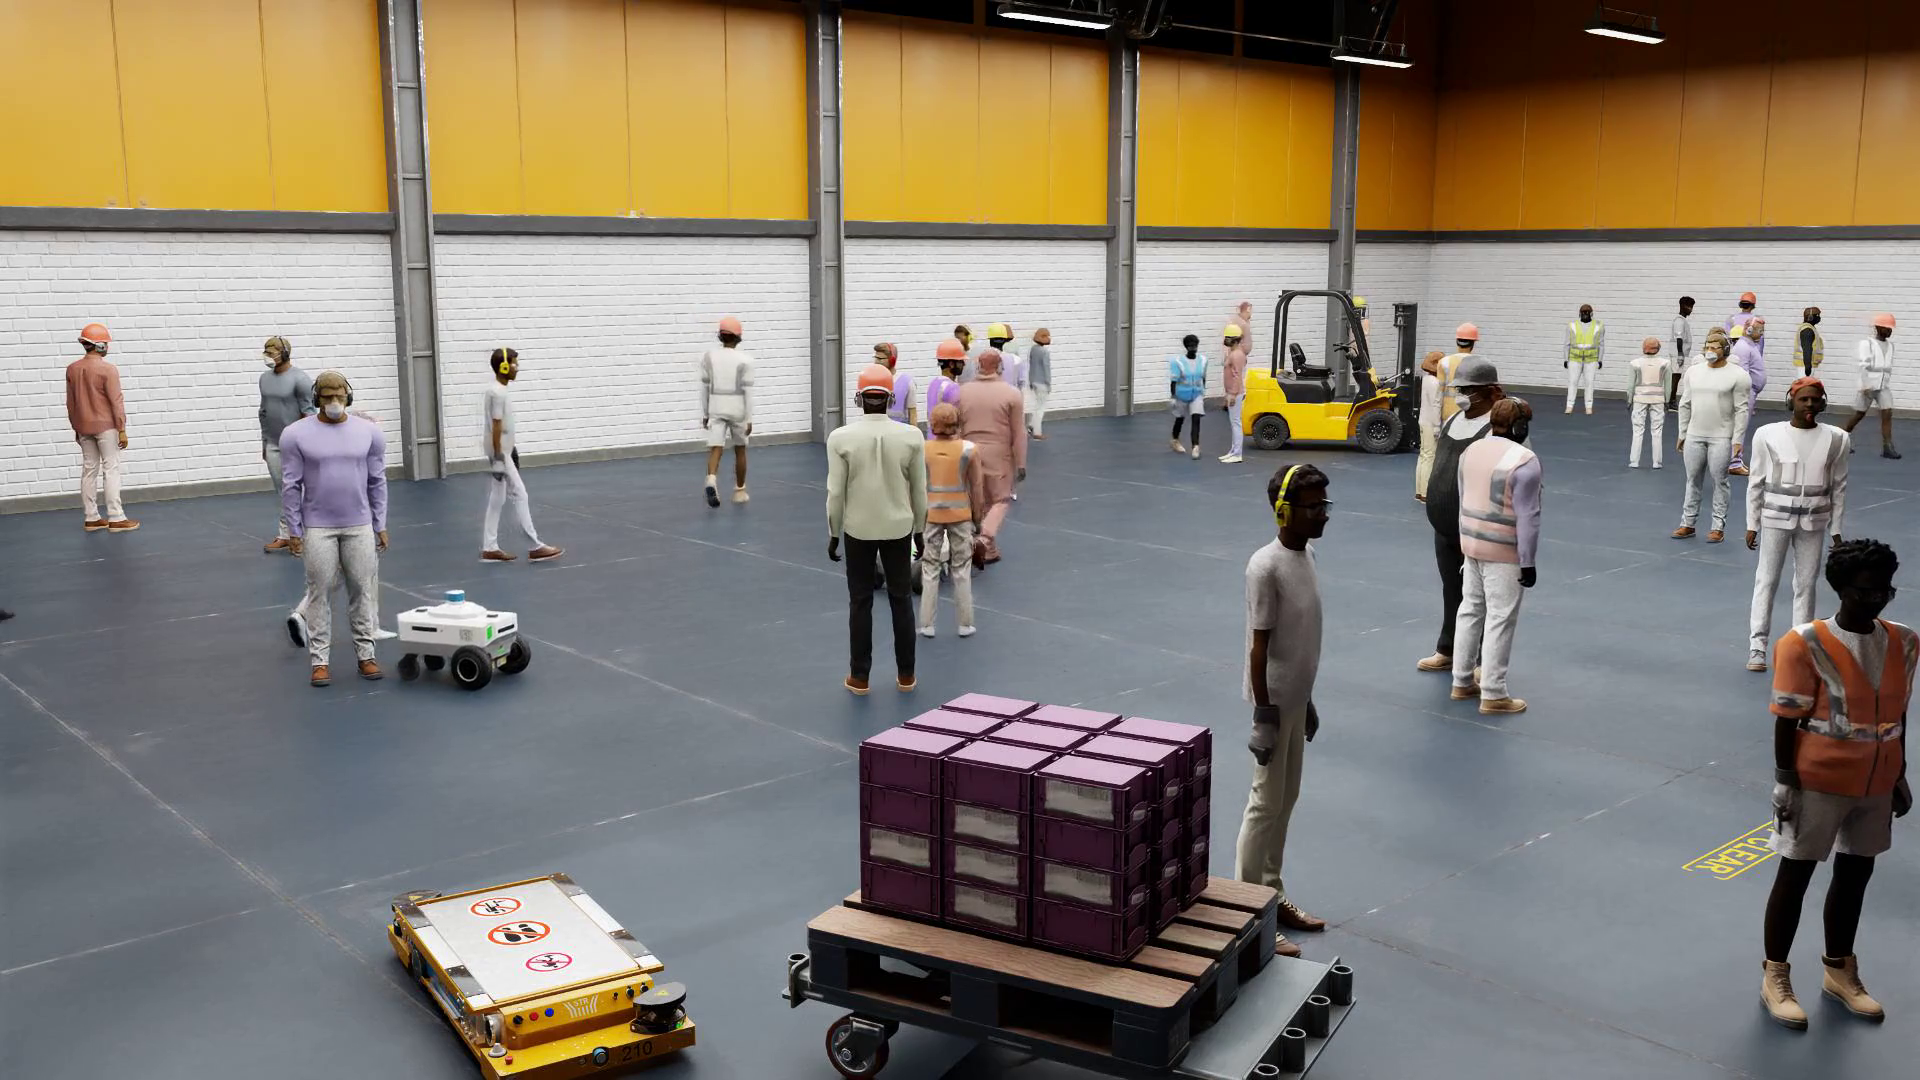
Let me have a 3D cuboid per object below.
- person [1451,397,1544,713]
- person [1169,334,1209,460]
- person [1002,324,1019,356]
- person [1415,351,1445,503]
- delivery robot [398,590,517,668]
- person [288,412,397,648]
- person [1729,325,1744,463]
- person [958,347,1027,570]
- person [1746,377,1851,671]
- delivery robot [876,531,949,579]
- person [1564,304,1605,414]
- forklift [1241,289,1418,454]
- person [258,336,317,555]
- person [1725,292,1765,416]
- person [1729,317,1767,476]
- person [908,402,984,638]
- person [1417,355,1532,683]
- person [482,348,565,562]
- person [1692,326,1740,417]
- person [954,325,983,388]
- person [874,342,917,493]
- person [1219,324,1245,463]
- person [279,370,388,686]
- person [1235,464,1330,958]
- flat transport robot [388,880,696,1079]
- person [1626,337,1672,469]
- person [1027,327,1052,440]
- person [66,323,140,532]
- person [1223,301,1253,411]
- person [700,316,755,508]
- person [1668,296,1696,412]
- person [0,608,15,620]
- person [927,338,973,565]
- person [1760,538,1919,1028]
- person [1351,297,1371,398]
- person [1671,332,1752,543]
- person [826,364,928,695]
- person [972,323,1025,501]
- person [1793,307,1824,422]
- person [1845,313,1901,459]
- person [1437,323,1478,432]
[{"bbox_3d":[3.143,0.082,9.708,0.431,1.834,0.640,-3,10,-16],"label":"person"},{"bbox_3d":[2.978,-1.903,21.870,0.542,1.640,0.876,-1,10,-7],"label":"person"},{"bbox_3d":[0.675,-2.360,24.544,0.279,1.634,0.497,9,13,41],"label":"person"},{"bbox_3d":[5.048,-1.204,17.778,0.280,1.633,0.503,1,10,3],"label":"person"},{"bbox_3d":[-3.127,0.557,10.347,0.707,0.478,0.477,3,10,18],"label":"delivery robot"},{"bbox_3d":[-4.168,-0.058,11.149,0.536,1.610,0.695,8,13,40],"label":"person"},{"bbox_3d":[9.791,-1.831,21.059,0.523,1.769,0.317,5,11,25],"label":"person"},{"bbox_3d":[0.233,-0.671,13.987,0.652,1.884,0.750,6,11,29],"label":"person"},{"bbox_3d":[5.284,-0.092,10.534,0.575,1.884,0.355,3,10,15],"label":"person"},{"bbox_3d":[-0.379,0.061,13.250,0.477,0.478,0.707,5,11,28],"label":"delivery robot"},{"bbox_3d":[10.409,-3.014,27.772,0.633,1.841,0.429,4,10,21],"label":"person"},{"bbox_3d":[5.034,-2.339,22.783,2.313,2.155,1.214,3,10,16],"label":"forklift"},{"bbox_3d":[-5.953,-0.838,14.742,0.632,1.938,0.359,5,11,28],"label":"person"},{"bbox_3d":[12.944,-3.063,27.467,0.607,2.044,0.378,7,12,35],"label":"person"},{"bbox_3d":[9.509,-1.732,20.096,0.407,1.902,0.639,5,11,28],"label":"person"},{"bbox_3d":[-0.097,-0.130,11.483,0.522,1.636,0.310,0,10,2],"label":"person"},{"bbox_3d":[3.143,-0.131,10.305,0.536,2.000,0.688,-4,11,-24],"label":"person"},{"bbox_3d":[-3.806,-0.722,14.332,0.751,1.843,0.563,-3,10,-19],"label":"person"},{"bbox_3d":[8.537,-1.494,18.857,0.506,1.847,0.346,4,10,21],"label":"person"},{"bbox_3d":[0.129,-1.783,20.718,0.555,1.805,0.938,6,11,32],"label":"person"},{"bbox_3d":[-0.642,-0.922,15.519,0.564,1.841,0.389,6,12,33],"label":"person"},{"bbox_3d":[3.479,-1.866,21.264,0.323,1.769,0.523,1,10,7],"label":"person"},{"bbox_3d":[-3.846,-0.077,10.289,0.632,1.940,0.372,-6,11,-29],"label":"person"},{"bbox_3d":[1.241,0.633,6.338,0.310,1.868,0.534,6,11,30],"label":"person"},{"bbox_3d":[-1.523,1.507,5.891,0.652,0.197,1.431,-6,11,-32],"label":"flat transport robot"},{"bbox_3d":[8.535,-1.692,20.620,0.514,1.639,0.310,3,10,19],"label":"person"},{"bbox_3d":[1.175,-2.231,23.810,0.364,1.622,0.527,-5,11,-25],"label":"person"},{"bbox_3d":[-8.243,-1.074,15.959,0.623,1.992,0.396,3,10,18],"label":"person"},{"bbox_3d":[4.726,-3.115,28.274,0.502,1.870,0.667,2,10,10],"label":"person"},{"bbox_3d":[-2.453,-1.333,17.436,0.609,2.020,0.880,1,10,7],"label":"person"},{"bbox_3d":[12.251,-3.161,28.283,0.379,1.959,0.603,4,10,20],"label":"person"},{"bbox_3d":[-7.061,-0.312,11.717,0.699,1.913,0.551,-1,10,-9],"label":"person"},{"bbox_3d":[-0.094,-0.756,14.262,0.376,1.939,0.547,-4,10,-20],"label":"person"},{"bbox_3d":[3.018,0.827,5.701,0.542,1.697,0.316,-2,10,-10],"label":"person"},{"bbox_3d":[6.969,-3.274,29.056,0.383,1.922,0.587,0,10,-2],"label":"person"},{"bbox_3d":[6.936,-0.946,15.372,0.370,1.941,0.627,-9,13,-41],"label":"person"},{"bbox_3d":[-0.503,-0.062,10.035,0.614,1.993,0.395,-2,10,-11],"label":"person"},{"bbox_3d":[0.398,-1.362,17.847,0.591,1.926,0.386,-3,10,-20],"label":"person"},{"bbox_3d":[13.350,-2.744,26.192,0.429,1.844,0.623,4,10,22],"label":"person"},{"bbox_3d":[12.051,-2.044,21.929,0.556,1.904,0.933,-1,10,-8],"label":"person"},{"bbox_3d":[5.300,-1.320,17.571,0.551,1.934,0.373,5,11,25],"label":"person"}]
